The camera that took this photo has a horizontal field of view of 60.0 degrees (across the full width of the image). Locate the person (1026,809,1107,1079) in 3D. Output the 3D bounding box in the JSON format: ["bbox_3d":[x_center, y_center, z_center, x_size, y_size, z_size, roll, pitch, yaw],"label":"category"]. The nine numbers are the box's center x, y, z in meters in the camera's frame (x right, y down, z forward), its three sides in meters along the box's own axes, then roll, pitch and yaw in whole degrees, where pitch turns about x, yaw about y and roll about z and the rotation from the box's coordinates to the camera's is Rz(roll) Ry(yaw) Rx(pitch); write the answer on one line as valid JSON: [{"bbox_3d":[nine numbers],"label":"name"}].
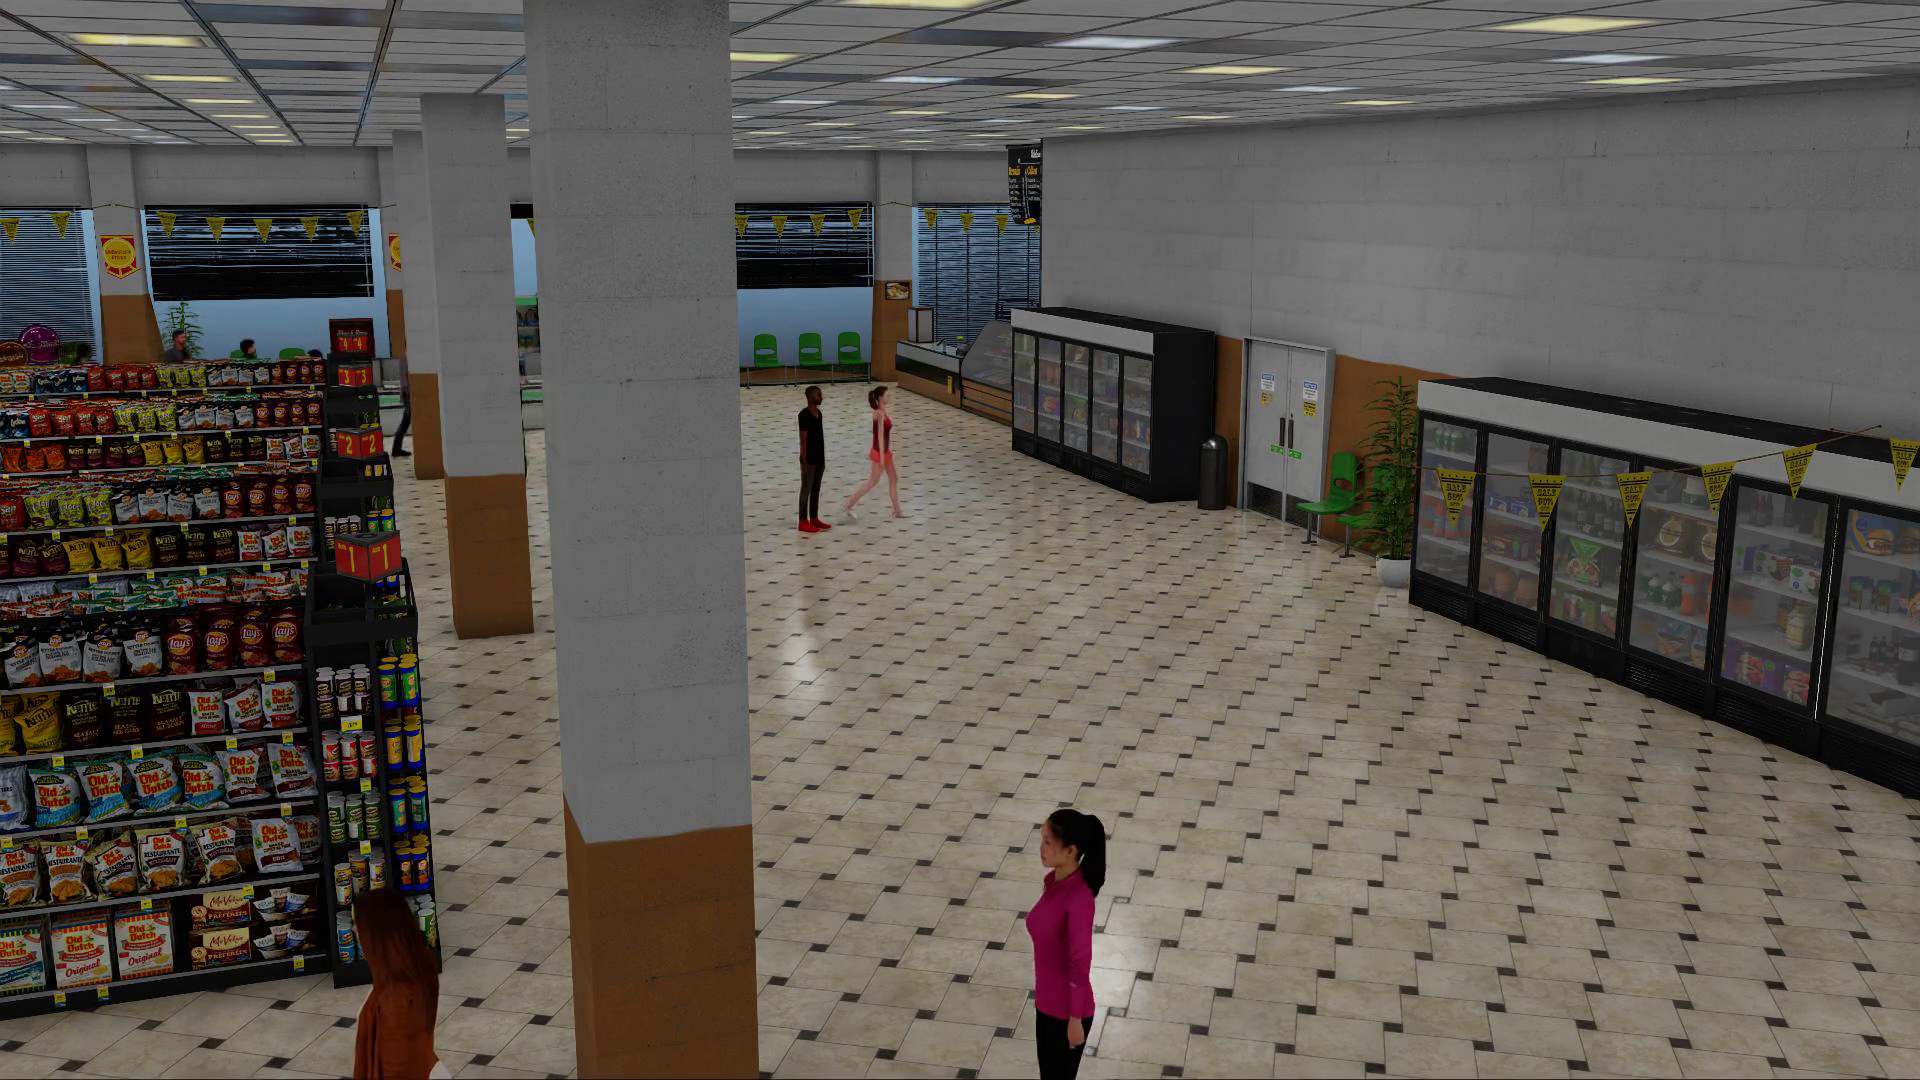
[{"bbox_3d":[0.517,1.933,6.921,0.822,1.691,0.628,-3,12,-14],"label":"person"}]

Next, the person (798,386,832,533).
[{"bbox_3d":[-1.859,-1.020,20.669,0.778,1.804,0.717,6,13,25],"label":"person"}]

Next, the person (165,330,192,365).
[{"bbox_3d":[-13.216,-2.600,28.089,1.286,1.839,1.159,4,13,19],"label":"person"}]

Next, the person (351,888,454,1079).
[{"bbox_3d":[-2.004,2.086,6.135,0.640,1.714,0.670,-1,12,-5],"label":"person"}]

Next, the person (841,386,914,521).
[{"bbox_3d":[-1.095,-1.068,21.121,1.199,1.712,0.702,-2,12,-8],"label":"person"}]
